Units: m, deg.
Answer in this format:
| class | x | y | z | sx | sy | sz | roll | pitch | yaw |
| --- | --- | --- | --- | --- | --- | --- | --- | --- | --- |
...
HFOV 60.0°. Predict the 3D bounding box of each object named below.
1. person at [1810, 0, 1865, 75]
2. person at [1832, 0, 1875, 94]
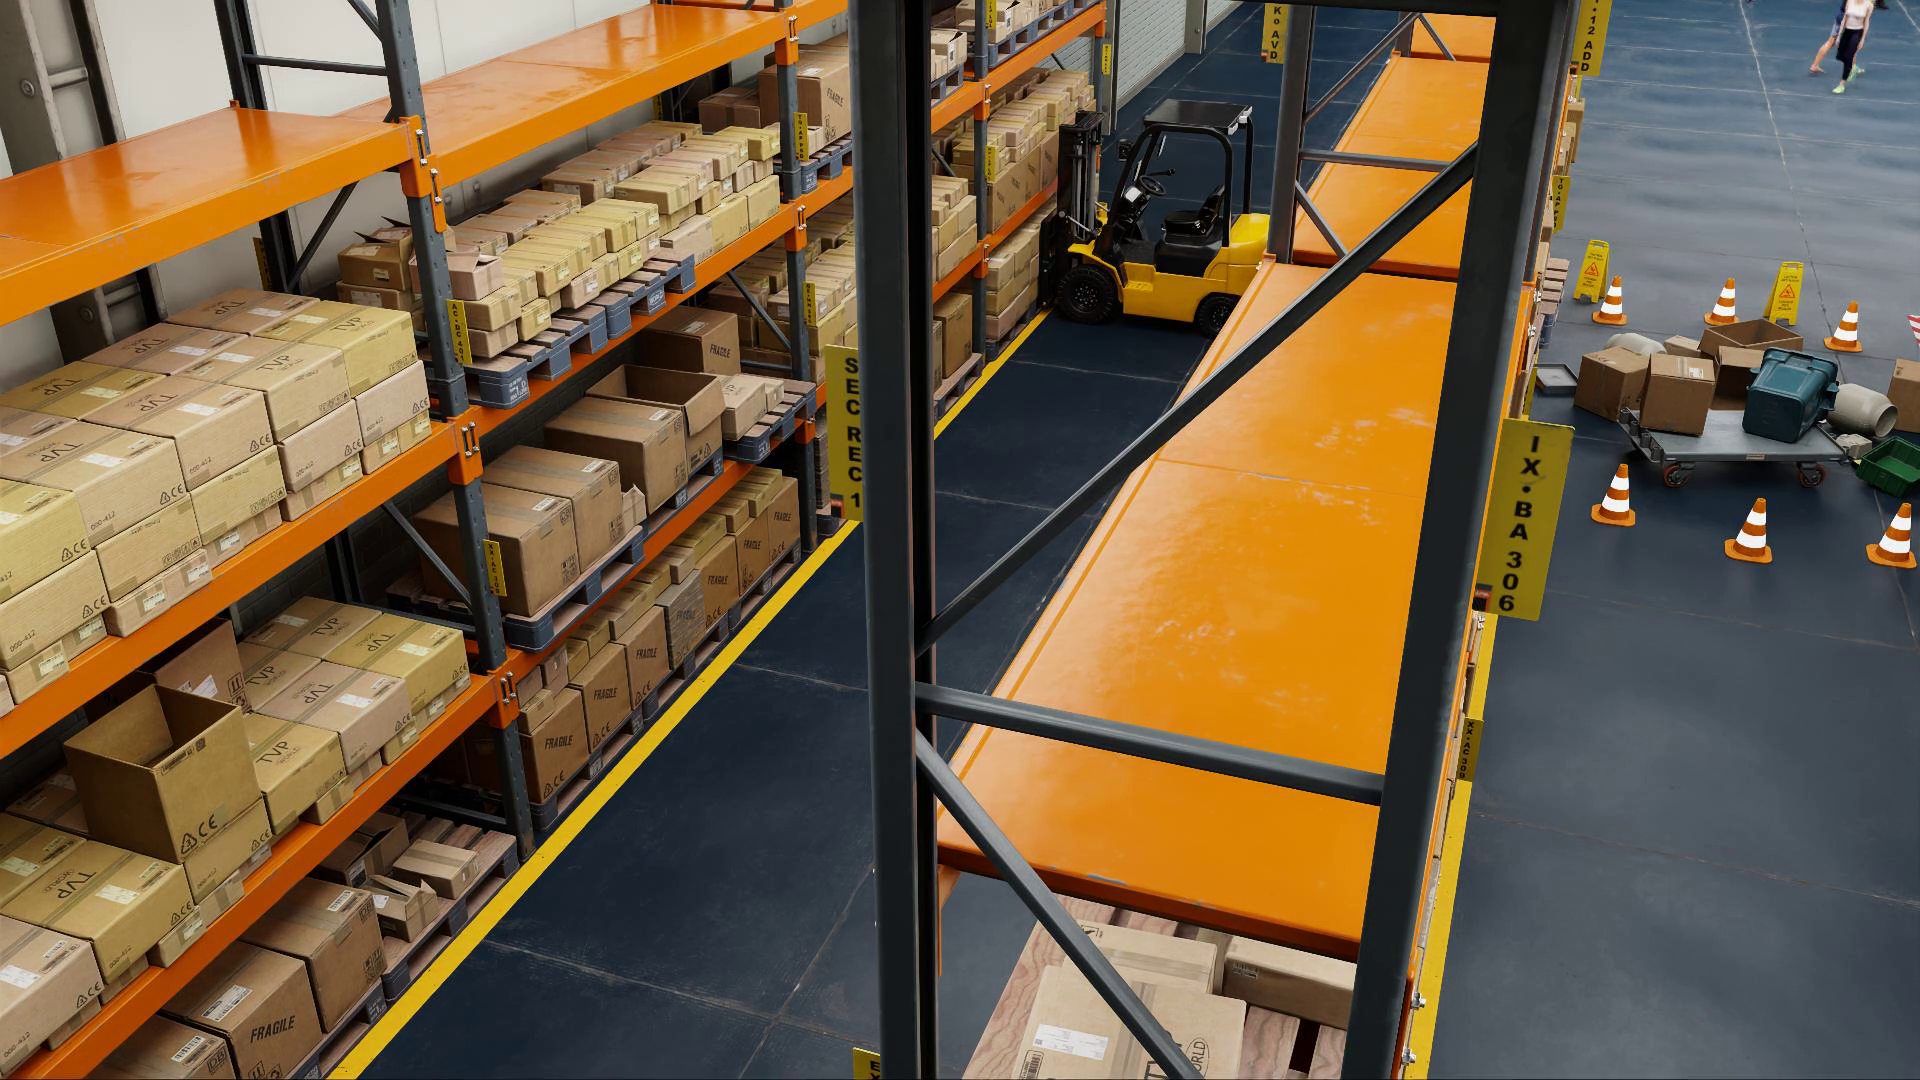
| class | x | y | z | sx | sy | sz | roll | pitch | yaw |
| --- | --- | --- | --- | --- | --- | --- | --- | --- | --- |
| person | 14.442 | -8.512 | 27.235 | 1.060 | 1.800 | 1.185 | -4 | 28 | -7 |
| person | 14.169 | -7.952 | 26.305 | 1.024 | 1.686 | 0.922 | -16 | 32 | -28 |
